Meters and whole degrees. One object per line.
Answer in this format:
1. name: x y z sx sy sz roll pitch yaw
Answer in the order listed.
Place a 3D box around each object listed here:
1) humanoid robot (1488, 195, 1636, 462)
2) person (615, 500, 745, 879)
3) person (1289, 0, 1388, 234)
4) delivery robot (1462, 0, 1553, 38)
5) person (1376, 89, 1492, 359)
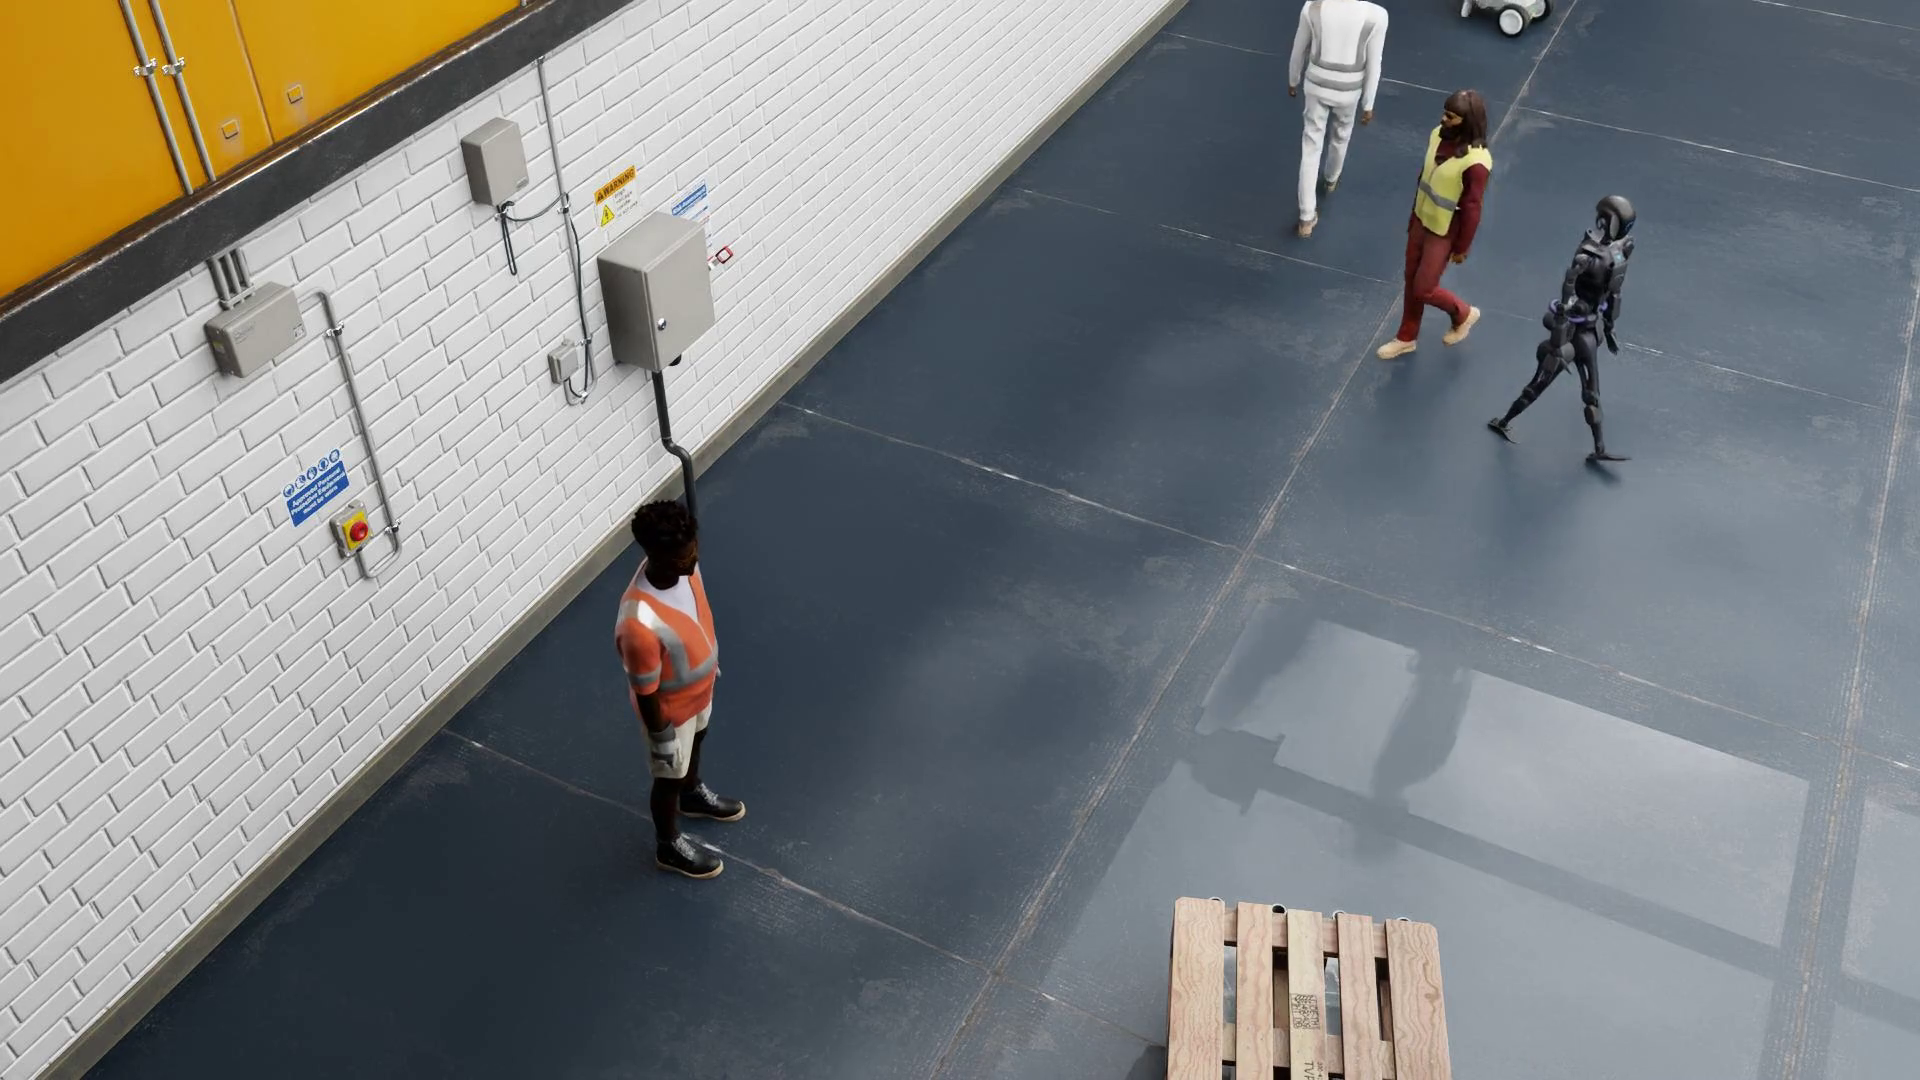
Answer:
1. humanoid robot: 3.411 -1.113 9.079 0.585 1.620 0.795 -28 48 -28
2. person: -1.157 0.612 6.840 0.378 1.957 0.601 8 41 9
3. person: 2.500 -3.052 11.174 0.599 1.828 0.973 10 42 11
4. delivery robot: 4.577 -4.598 13.943 0.757 0.585 0.507 31 50 31
5. person: 2.866 -1.847 9.842 0.519 1.753 0.473 -13 42 -14
